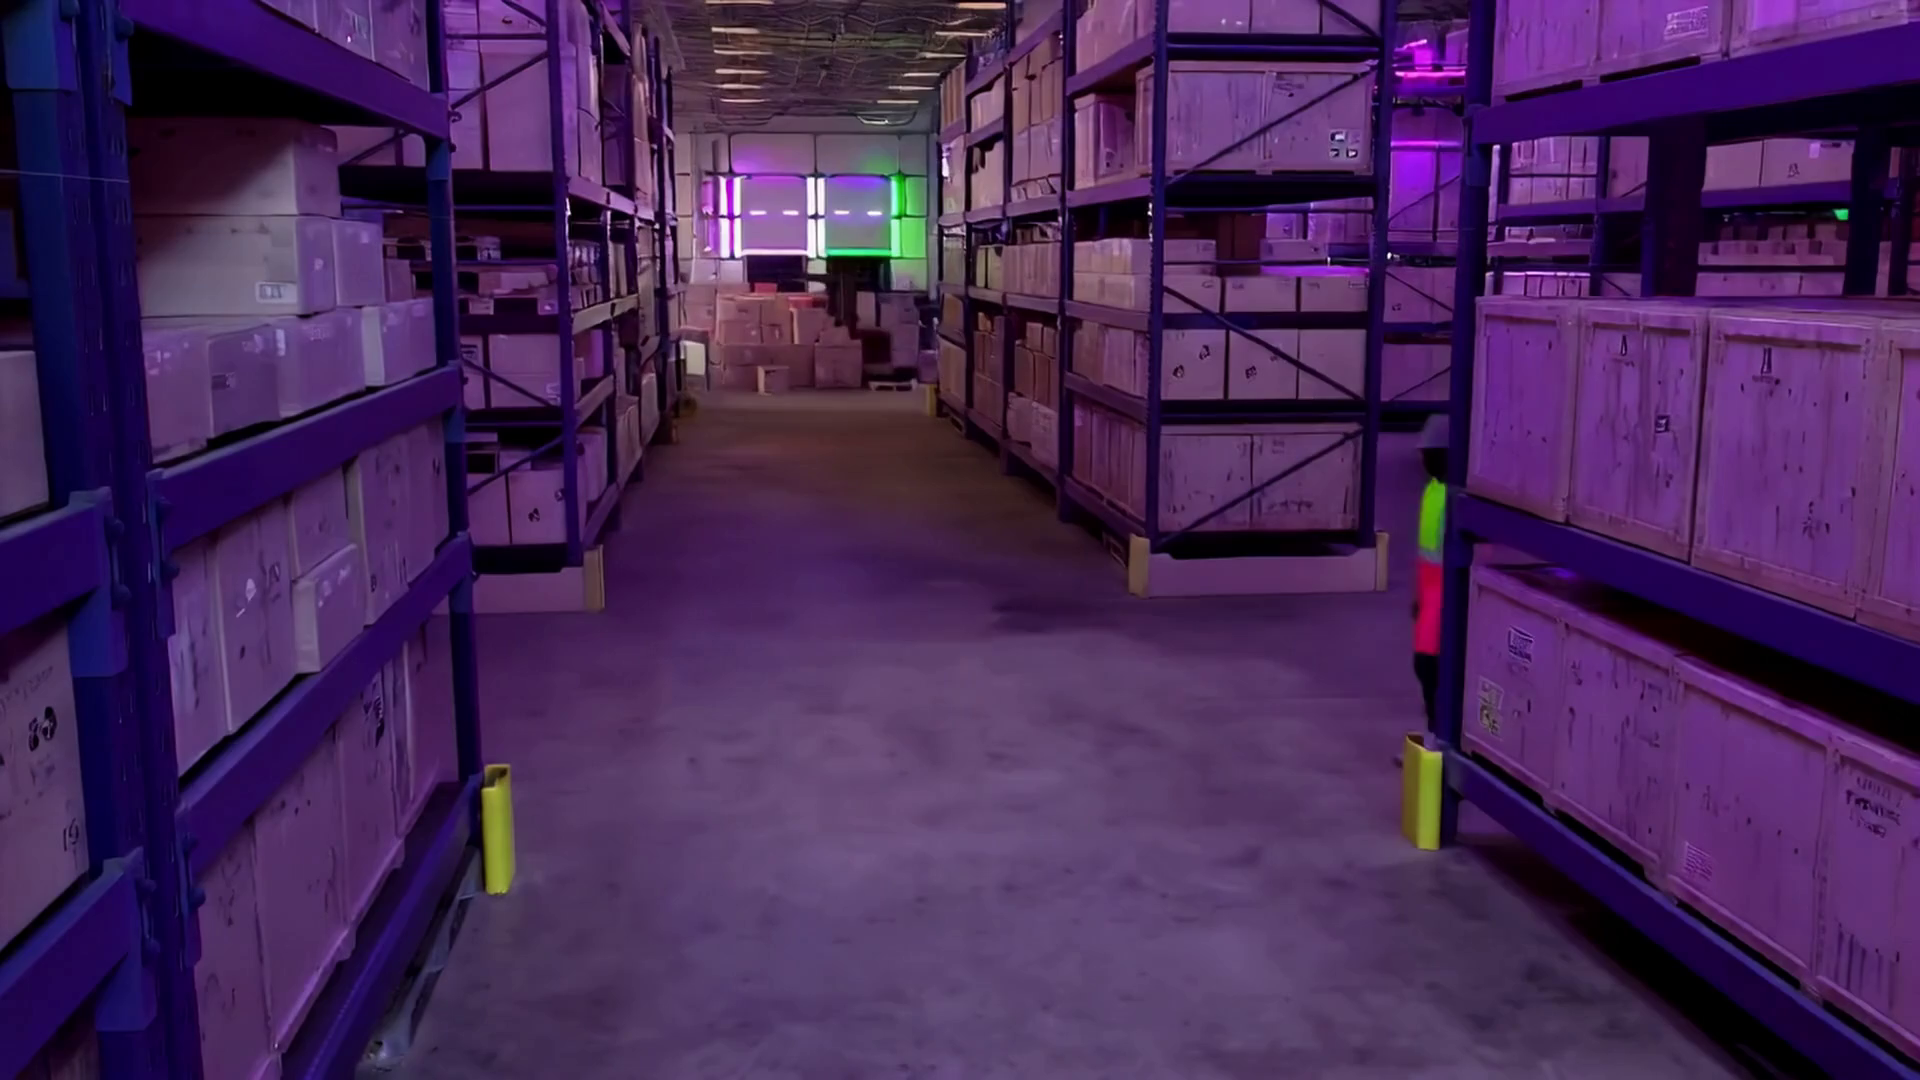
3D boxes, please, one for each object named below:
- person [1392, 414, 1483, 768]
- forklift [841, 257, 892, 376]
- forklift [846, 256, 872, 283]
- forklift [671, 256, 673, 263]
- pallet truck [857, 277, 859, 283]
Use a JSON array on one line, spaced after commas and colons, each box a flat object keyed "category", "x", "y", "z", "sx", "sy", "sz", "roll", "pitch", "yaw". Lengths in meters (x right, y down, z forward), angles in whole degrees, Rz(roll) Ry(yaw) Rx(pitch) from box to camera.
[{"category": "person", "x": 2.712, "y": 0.307, "z": 9.262, "sx": 0.490, "sy": 2.023, "sz": 0.628, "roll": -1, "pitch": 10, "yaw": -9}, {"category": "forklift", "x": -2.600, "y": -5.307, "z": 39.463, "sx": 1.873, "sy": 2.768, "sz": 1.129, "roll": -1, "pitch": 10, "yaw": -8}, {"category": "forklift", "x": -3.422, "y": -8.176, "z": 56.164, "sx": 1.129, "sy": 2.768, "sz": 1.873, "roll": -7, "pitch": 12, "yaw": -35}, {"category": "forklift", "x": -10.887, "y": -8.929, "z": 60.548, "sx": 1.129, "sy": 2.768, "sz": 1.873, "roll": -1, "pitch": 10, "yaw": -7}, {"category": "pallet truck", "x": -3.782, "y": -9.391, "z": 65.808, "sx": 1.885, "sy": 1.965, "sz": 0.823, "roll": 2, "pitch": 10, "yaw": 10}]
